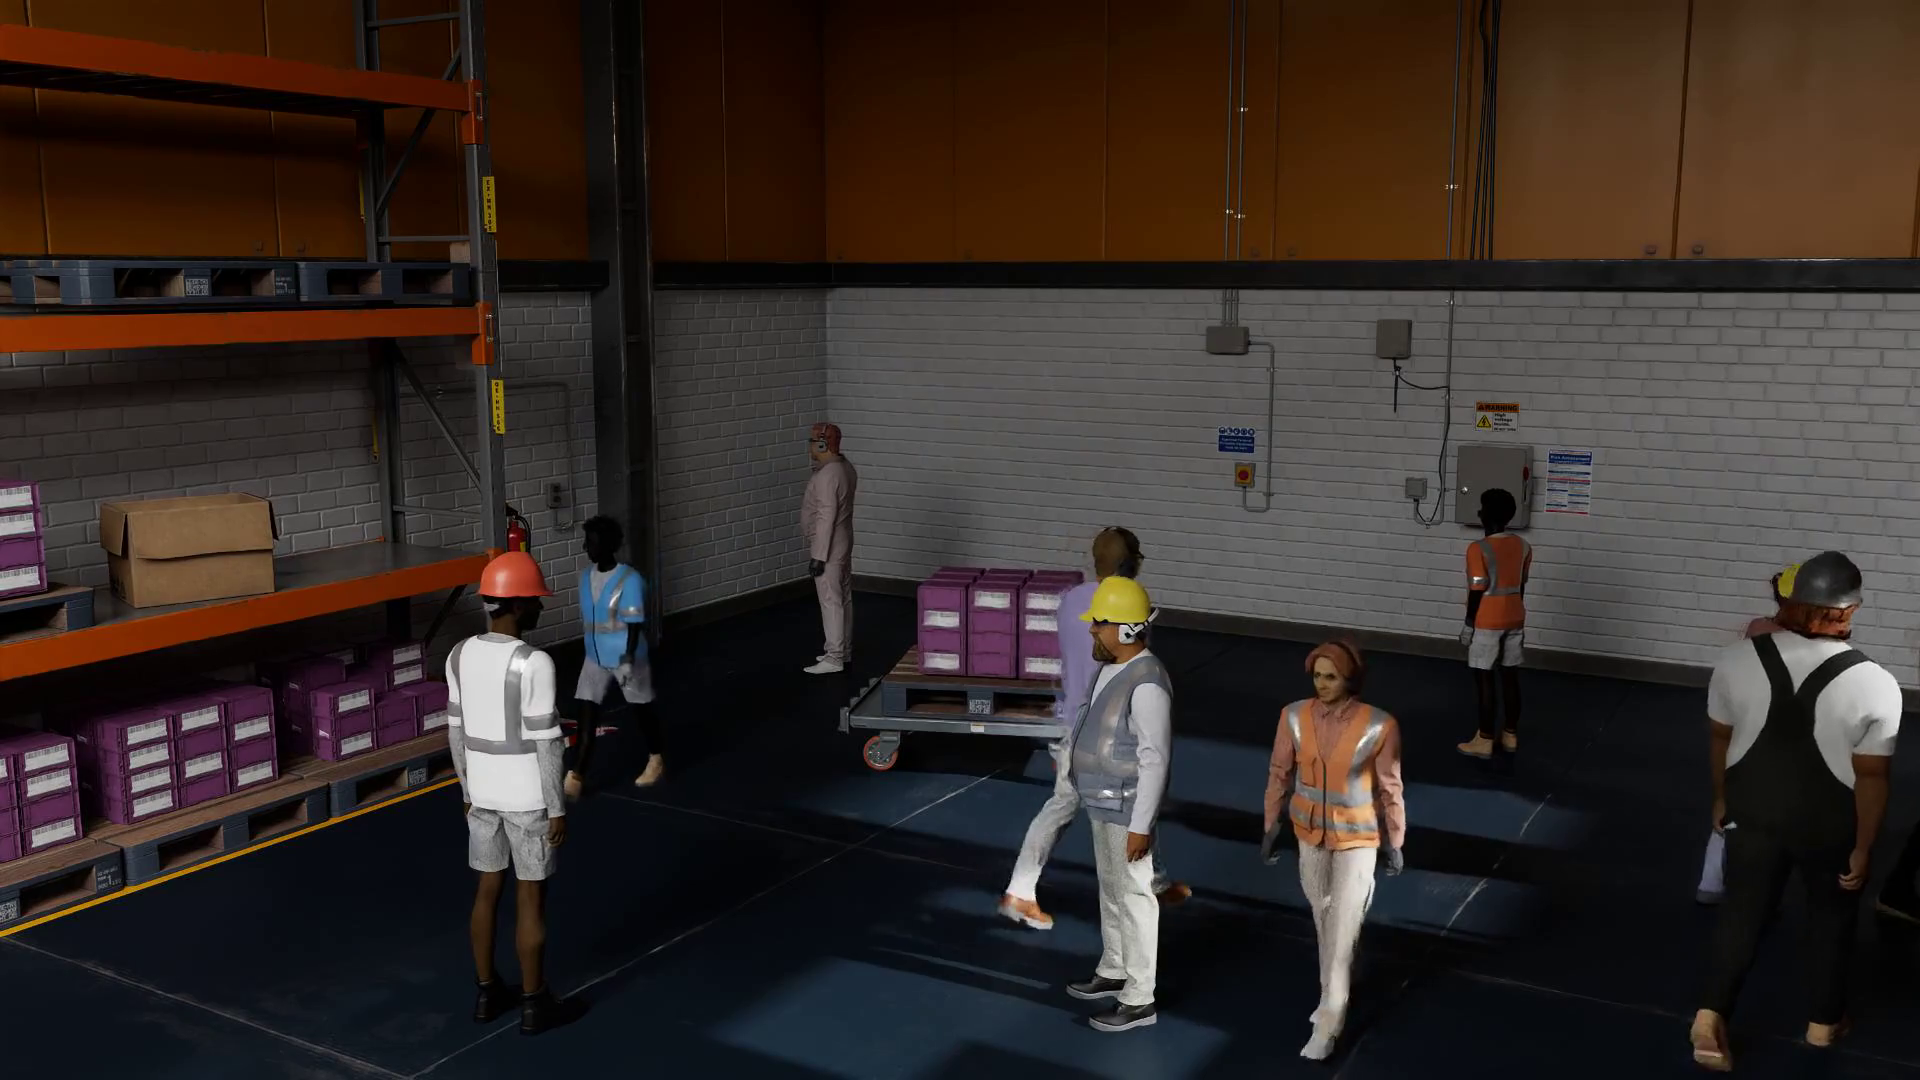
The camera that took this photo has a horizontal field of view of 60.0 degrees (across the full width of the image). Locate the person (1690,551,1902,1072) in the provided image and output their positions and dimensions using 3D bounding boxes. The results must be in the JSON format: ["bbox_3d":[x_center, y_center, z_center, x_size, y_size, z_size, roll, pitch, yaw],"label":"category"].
[{"bbox_3d":[3.155,1.011,6.313,0.678,2.000,0.956,8,12,42],"label":"person"}]

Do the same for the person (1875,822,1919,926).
[{"bbox_3d":[4.625,0.901,7.409,0.969,1.919,0.615,9,12,43],"label":"person"}]

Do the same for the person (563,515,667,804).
[{"bbox_3d":[-2.016,0.678,9.582,0.543,1.645,0.875,6,11,31],"label":"person"}]

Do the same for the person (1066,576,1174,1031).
[{"bbox_3d":[0.641,1.049,6.720,0.404,1.831,0.600,-2,9,-12],"label":"person"}]

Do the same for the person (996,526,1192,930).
[{"bbox_3d":[0.614,0.870,7.693,1.042,1.893,0.644,-6,11,-34],"label":"person"}]

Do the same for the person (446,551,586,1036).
[{"bbox_3d":[-1.780,1.005,6.677,0.550,1.933,0.373,5,11,30],"label":"person"}]

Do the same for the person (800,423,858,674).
[{"bbox_3d":[-1.011,0.061,12.653,0.406,1.911,0.639,2,9,12],"label":"person"}]

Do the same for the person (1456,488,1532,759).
[{"bbox_3d":[3.346,0.523,10.428,0.537,1.696,0.321,-6,11,-32],"label":"person"}]

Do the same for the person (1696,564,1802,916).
[{"bbox_3d":[3.746,0.941,7.718,0.443,1.729,0.552,-1,9,-4],"label":"person"}]

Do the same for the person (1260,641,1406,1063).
[{"bbox_3d":[1.413,1.199,6.478,0.535,1.607,0.743,7,11,37],"label":"person"}]
